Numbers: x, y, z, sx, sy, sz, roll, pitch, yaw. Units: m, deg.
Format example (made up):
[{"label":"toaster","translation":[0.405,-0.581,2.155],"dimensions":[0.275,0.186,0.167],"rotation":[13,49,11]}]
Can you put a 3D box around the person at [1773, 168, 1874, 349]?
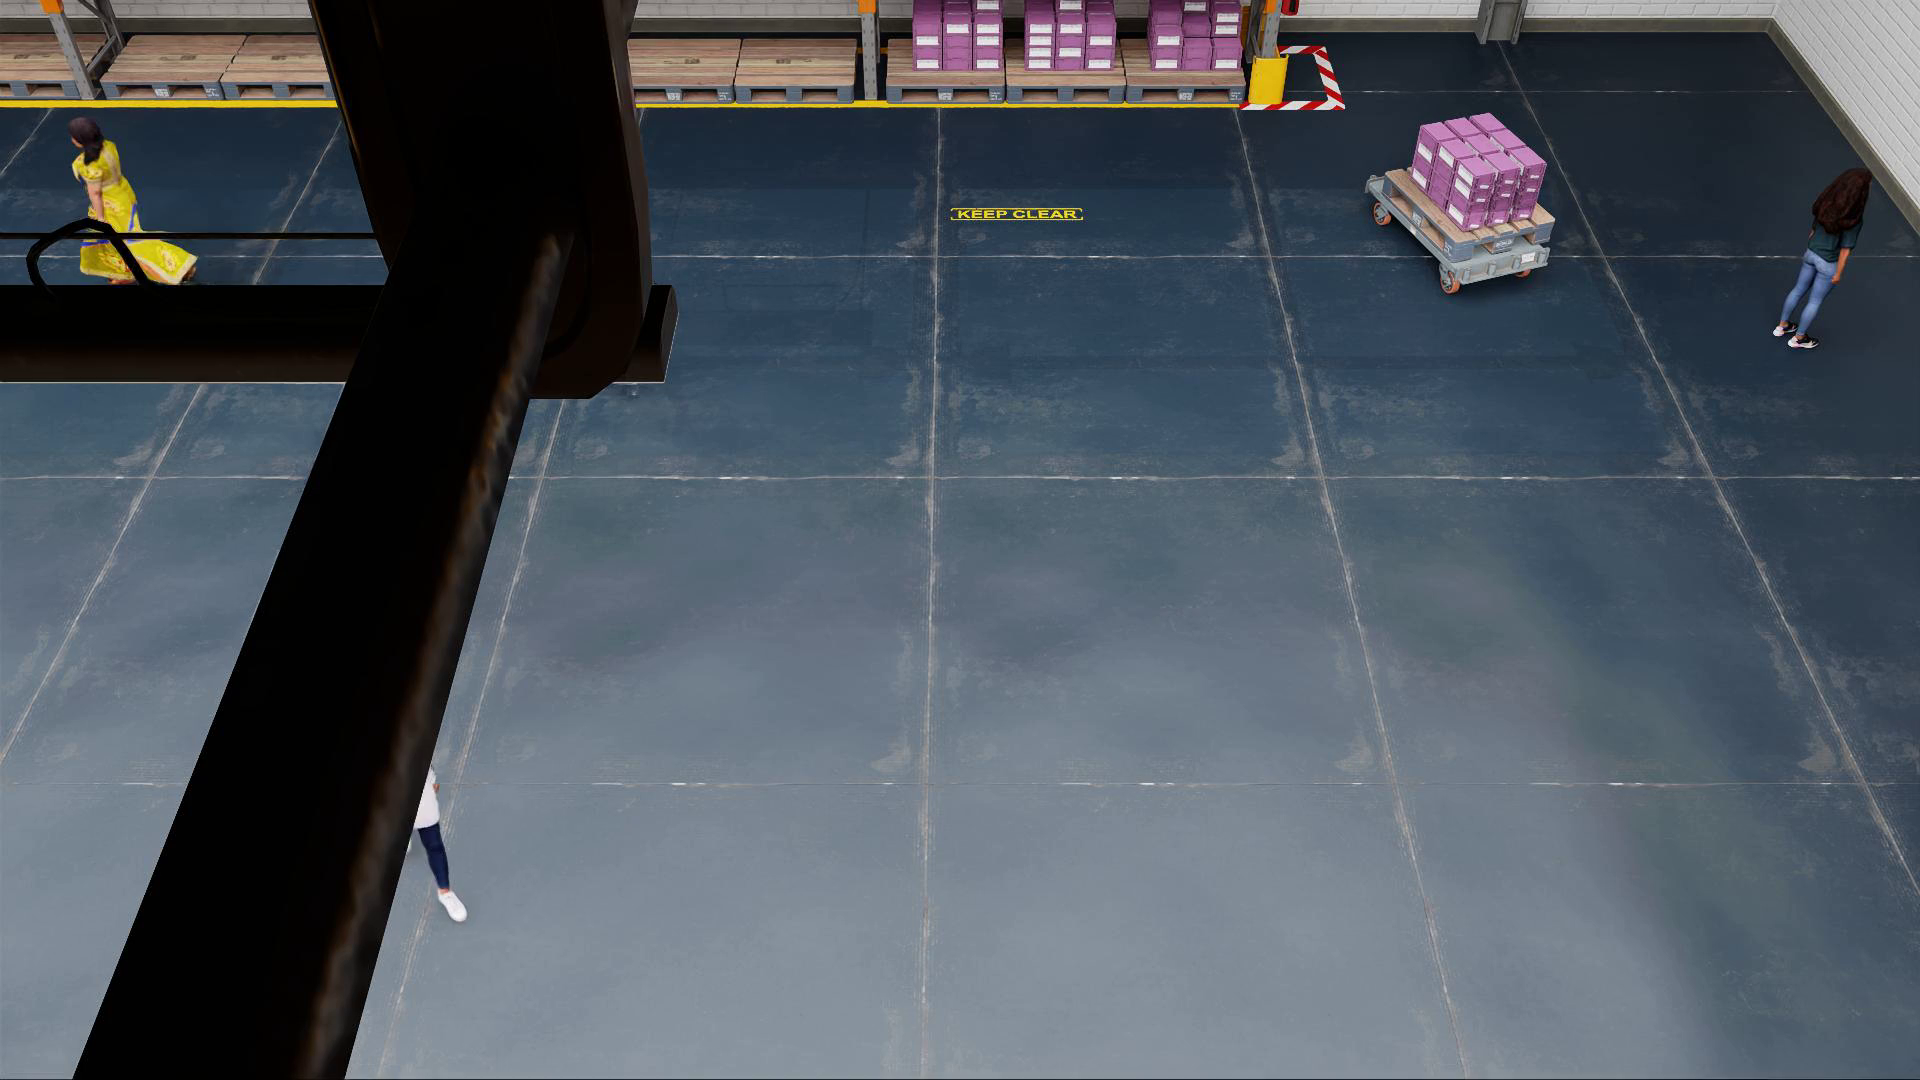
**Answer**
[{"label":"person","translation":[7.019,-2.295,13.502],"dimensions":[0.698,1.617,0.680],"rotation":[-14,45,-14]}]

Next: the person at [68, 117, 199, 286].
[{"label":"person","translation":[-7.028,-2.795,14.019],"dimensions":[1.282,1.629,0.800],"rotation":[-3,44,-4]}]
